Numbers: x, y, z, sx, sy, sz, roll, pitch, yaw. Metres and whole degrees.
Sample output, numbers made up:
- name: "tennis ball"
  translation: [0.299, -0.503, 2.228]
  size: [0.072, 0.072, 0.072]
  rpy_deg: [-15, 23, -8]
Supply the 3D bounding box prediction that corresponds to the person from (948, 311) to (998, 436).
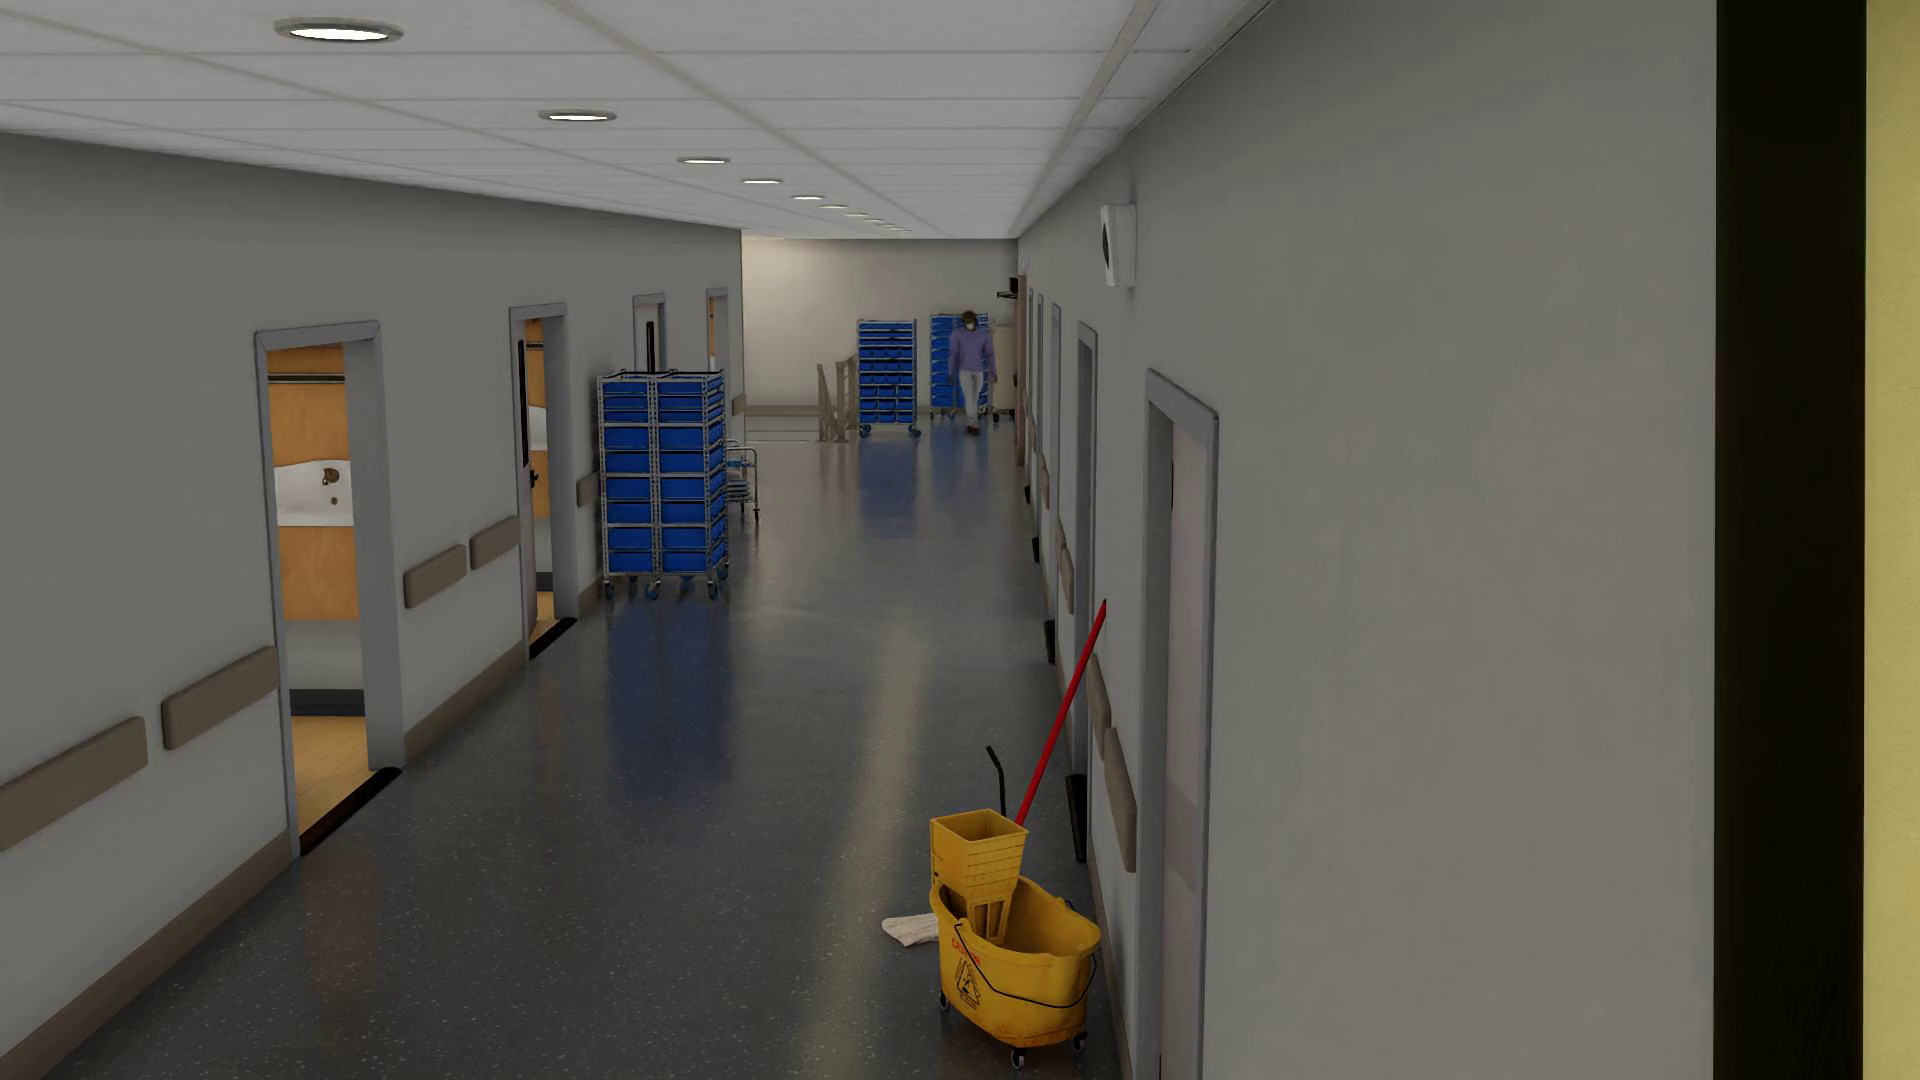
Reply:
- name: "person"
  translation: [0.218, -2.525, 25.232]
  size: [0.736, 1.887, 0.825]
  rpy_deg: [-3, 10, -16]
